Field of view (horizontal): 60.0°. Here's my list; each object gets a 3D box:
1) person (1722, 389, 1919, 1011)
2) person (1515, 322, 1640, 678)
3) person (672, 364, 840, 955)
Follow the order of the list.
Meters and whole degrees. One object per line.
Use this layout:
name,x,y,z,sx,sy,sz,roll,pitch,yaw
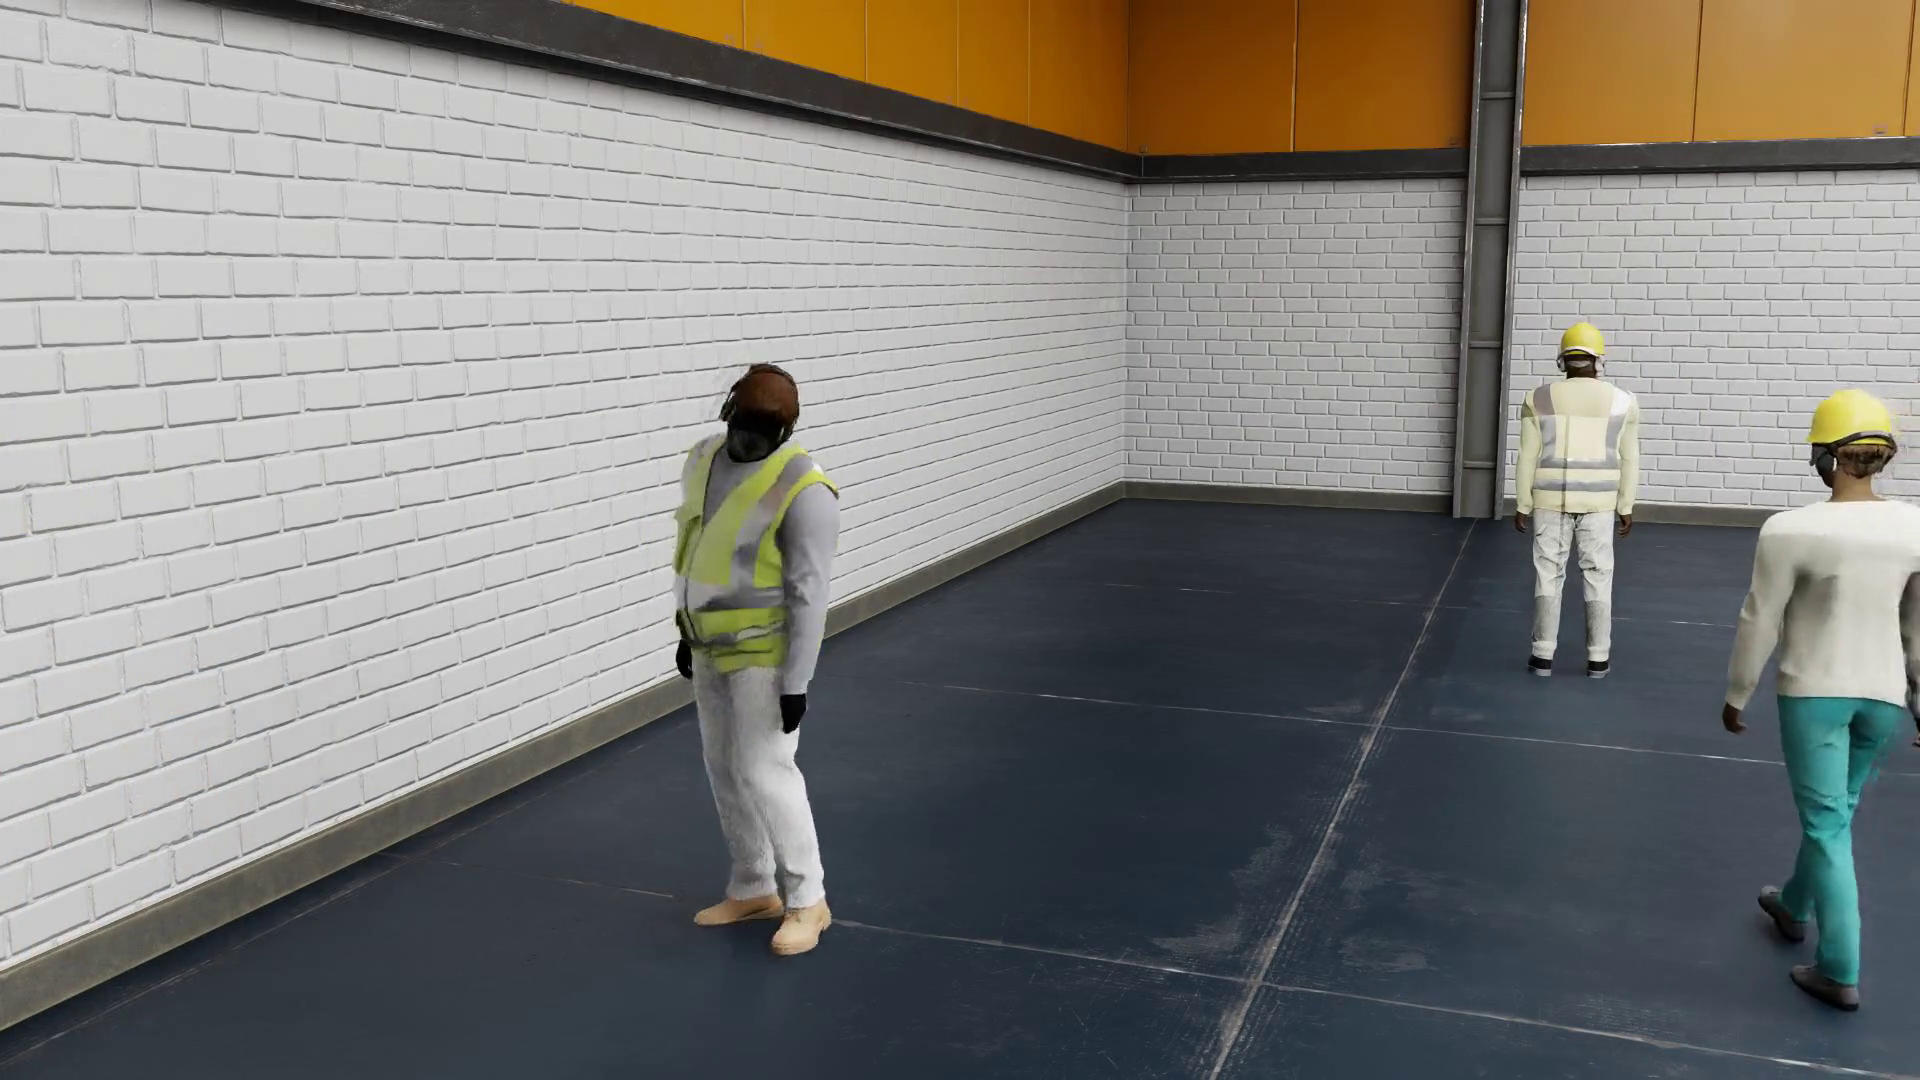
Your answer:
person,2.503,0.427,4.899,0.547,1.733,0.800,-1,9,-5
person,3.168,-0.201,8.578,0.598,1.828,0.403,2,9,13
person,-0.654,0.368,5.146,0.431,1.822,0.669,-8,12,-41
